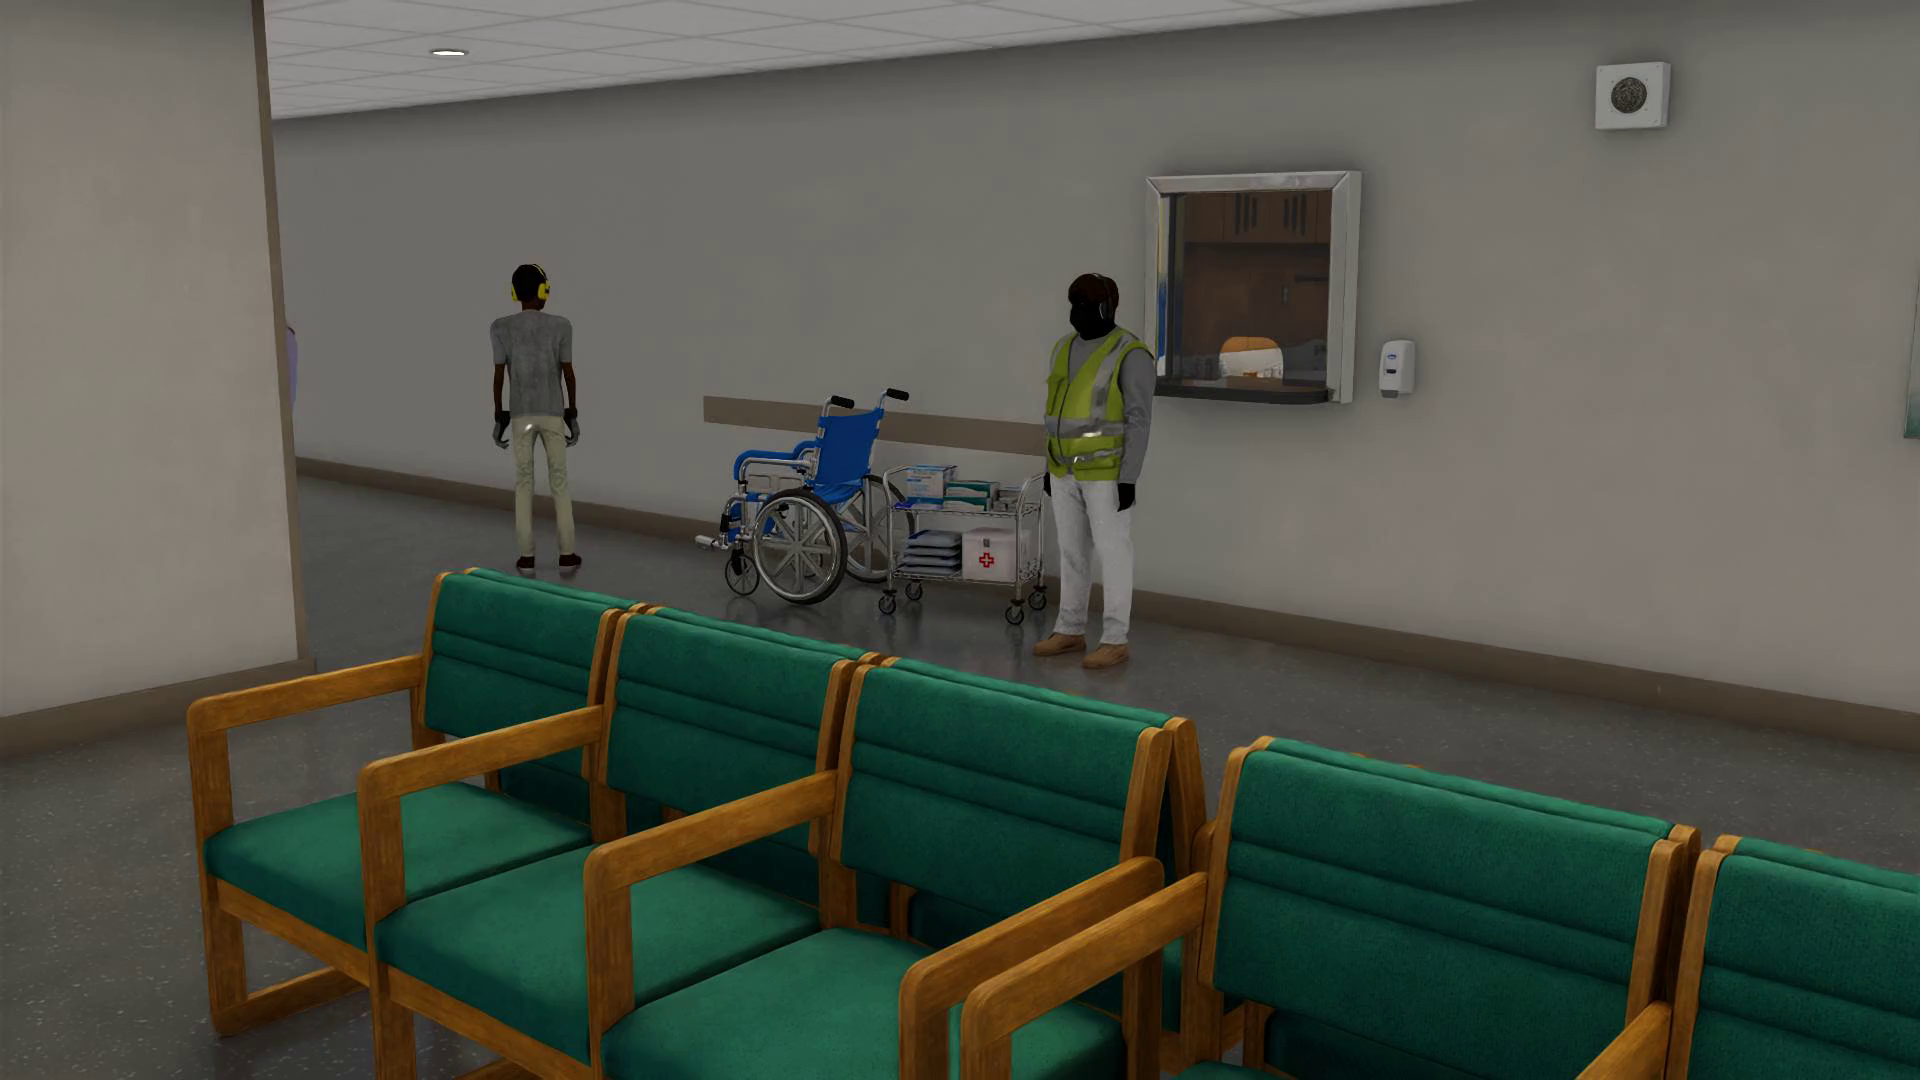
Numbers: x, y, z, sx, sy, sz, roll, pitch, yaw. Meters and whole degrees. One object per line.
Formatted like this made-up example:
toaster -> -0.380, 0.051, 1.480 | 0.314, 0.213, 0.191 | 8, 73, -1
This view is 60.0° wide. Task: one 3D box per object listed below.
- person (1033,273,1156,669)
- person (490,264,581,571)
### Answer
person -> 0.613, -0.324, 7.831 | 0.429, 1.844, 0.627 | -9, 13, -40
person -> -2.580, -0.736, 10.118 | 0.521, 1.864, 0.334 | -2, 10, -9
